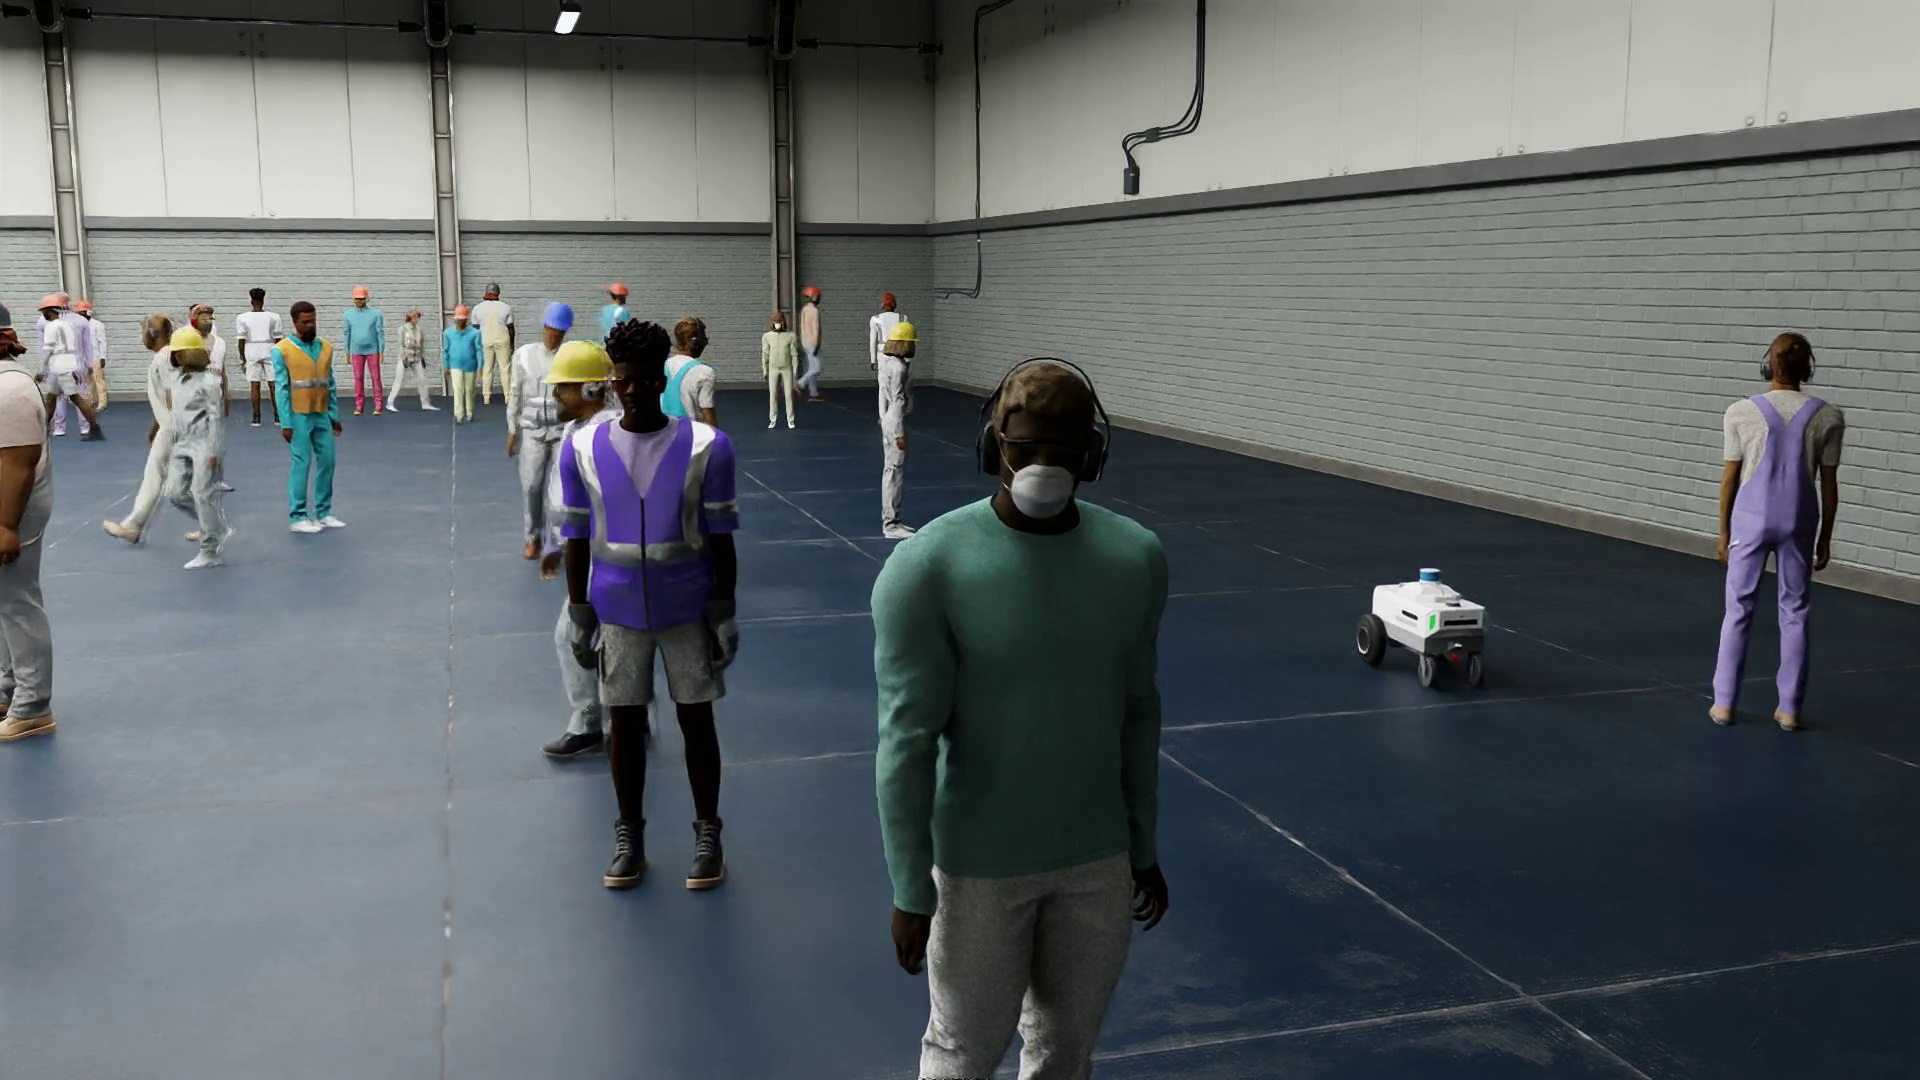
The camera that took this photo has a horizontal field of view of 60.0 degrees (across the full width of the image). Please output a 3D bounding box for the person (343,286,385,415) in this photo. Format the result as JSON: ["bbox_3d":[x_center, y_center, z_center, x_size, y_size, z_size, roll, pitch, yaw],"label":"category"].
[{"bbox_3d":[-9.125,-2.891,25.458,0.608,1.985,0.422,-2,9,-10],"label":"person"}]

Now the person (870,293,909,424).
[{"bbox_3d":[-1.000,-2.595,23.851,0.573,1.887,0.354,-1,9,-4],"label":"person"}]

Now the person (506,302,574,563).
[{"bbox_3d":[-3.009,-0.783,12.229,0.680,1.900,0.488,0,9,-2],"label":"person"}]

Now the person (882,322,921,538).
[{"bbox_3d":[-0.468,-0.881,13.410,0.321,1.737,0.486,-1,9,-6],"label":"person"}]

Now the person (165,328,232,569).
[{"bbox_3d":[-5.497,-0.661,11.985,0.509,1.728,0.405,5,10,30],"label":"person"}]

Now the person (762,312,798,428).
[{"bbox_3d":[-2.505,-2.361,23.198,0.498,1.627,0.280,0,9,-2],"label":"person"}]

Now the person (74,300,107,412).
[{"bbox_3d":[-13.660,-2.876,26.069,0.572,1.749,0.343,2,9,15],"label":"person"}]

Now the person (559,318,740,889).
[{"bbox_3d":[-1.045,0.231,5.634,0.600,1.956,0.404,0,9,-2],"label":"person"}]

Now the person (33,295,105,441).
[{"bbox_3d":[-11.481,-2.172,21.213,1.014,1.873,0.540,-2,9,-13],"label":"person"}]

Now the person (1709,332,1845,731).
[{"bbox_3d":[3.773,-0.036,7.701,0.501,1.838,0.337,3,9,19],"label":"person"}]

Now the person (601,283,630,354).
[{"bbox_3d":[-5.286,-2.983,25.914,0.660,2.022,0.624,-8,12,-42],"label":"person"}]

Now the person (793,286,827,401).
[{"bbox_3d":[-2.563,-3.333,28.278,0.583,1.973,0.622,-5,10,-28],"label":"person"}]

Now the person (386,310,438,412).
[{"bbox_3d":[-8.682,-2.828,26.278,0.464,1.601,0.699,5,10,28],"label":"person"}]

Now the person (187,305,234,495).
[{"bbox_3d":[-7.344,-1.353,16.115,0.400,1.835,0.562,5,10,28],"label":"person"}]

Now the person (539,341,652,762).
[{"bbox_3d":[-1.645,0.051,7.226,0.674,1.811,0.607,-4,10,-23],"label":"person"}]

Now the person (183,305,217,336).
[{"bbox_3d":[-11.883,-2.840,26.049,0.529,1.689,0.321,-1,9,-5],"label":"person"}]

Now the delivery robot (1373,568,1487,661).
[{"bbox_3d":[2.457,0.393,8.726,0.477,0.478,0.707,-2,9,-11],"label":"delivery robot"}]

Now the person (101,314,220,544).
[{"bbox_3d":[-6.298,-0.862,13.074,0.925,1.798,0.540,-2,9,-14],"label":"person"}]

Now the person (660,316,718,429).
[{"bbox_3d":[-1.820,-0.579,11.175,0.516,1.835,0.357,5,10,30],"label":"person"}]

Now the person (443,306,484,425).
[{"bbox_3d":[-7.177,-2.530,24.050,0.572,1.698,0.919,-2,9,-14],"label":"person"}]

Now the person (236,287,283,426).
[{"bbox_3d":[-9.914,-2.594,23.589,0.608,1.966,0.371,-4,10,-25],"label":"person"}]

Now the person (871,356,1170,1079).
[{"bbox_3d":[0.133,0.620,3.186,0.631,1.935,0.362,-5,10,-29],"label":"person"}]

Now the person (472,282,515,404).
[{"bbox_3d":[-7.785,-3.300,27.859,0.684,2.000,0.538,-1,9,-7],"label":"person"}]

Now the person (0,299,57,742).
[{"bbox_3d":[-4.411,-0.115,7.542,0.538,2.000,0.686,-7,11,-37],"label":"person"}]

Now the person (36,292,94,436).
[{"bbox_3d":[-11.874,-2.331,22.101,0.651,1.907,0.409,-6,10,-32],"label":"person"}]

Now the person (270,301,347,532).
[{"bbox_3d":[-5.395,-1.015,13.726,0.393,1.905,0.600,4,10,25],"label":"person"}]
